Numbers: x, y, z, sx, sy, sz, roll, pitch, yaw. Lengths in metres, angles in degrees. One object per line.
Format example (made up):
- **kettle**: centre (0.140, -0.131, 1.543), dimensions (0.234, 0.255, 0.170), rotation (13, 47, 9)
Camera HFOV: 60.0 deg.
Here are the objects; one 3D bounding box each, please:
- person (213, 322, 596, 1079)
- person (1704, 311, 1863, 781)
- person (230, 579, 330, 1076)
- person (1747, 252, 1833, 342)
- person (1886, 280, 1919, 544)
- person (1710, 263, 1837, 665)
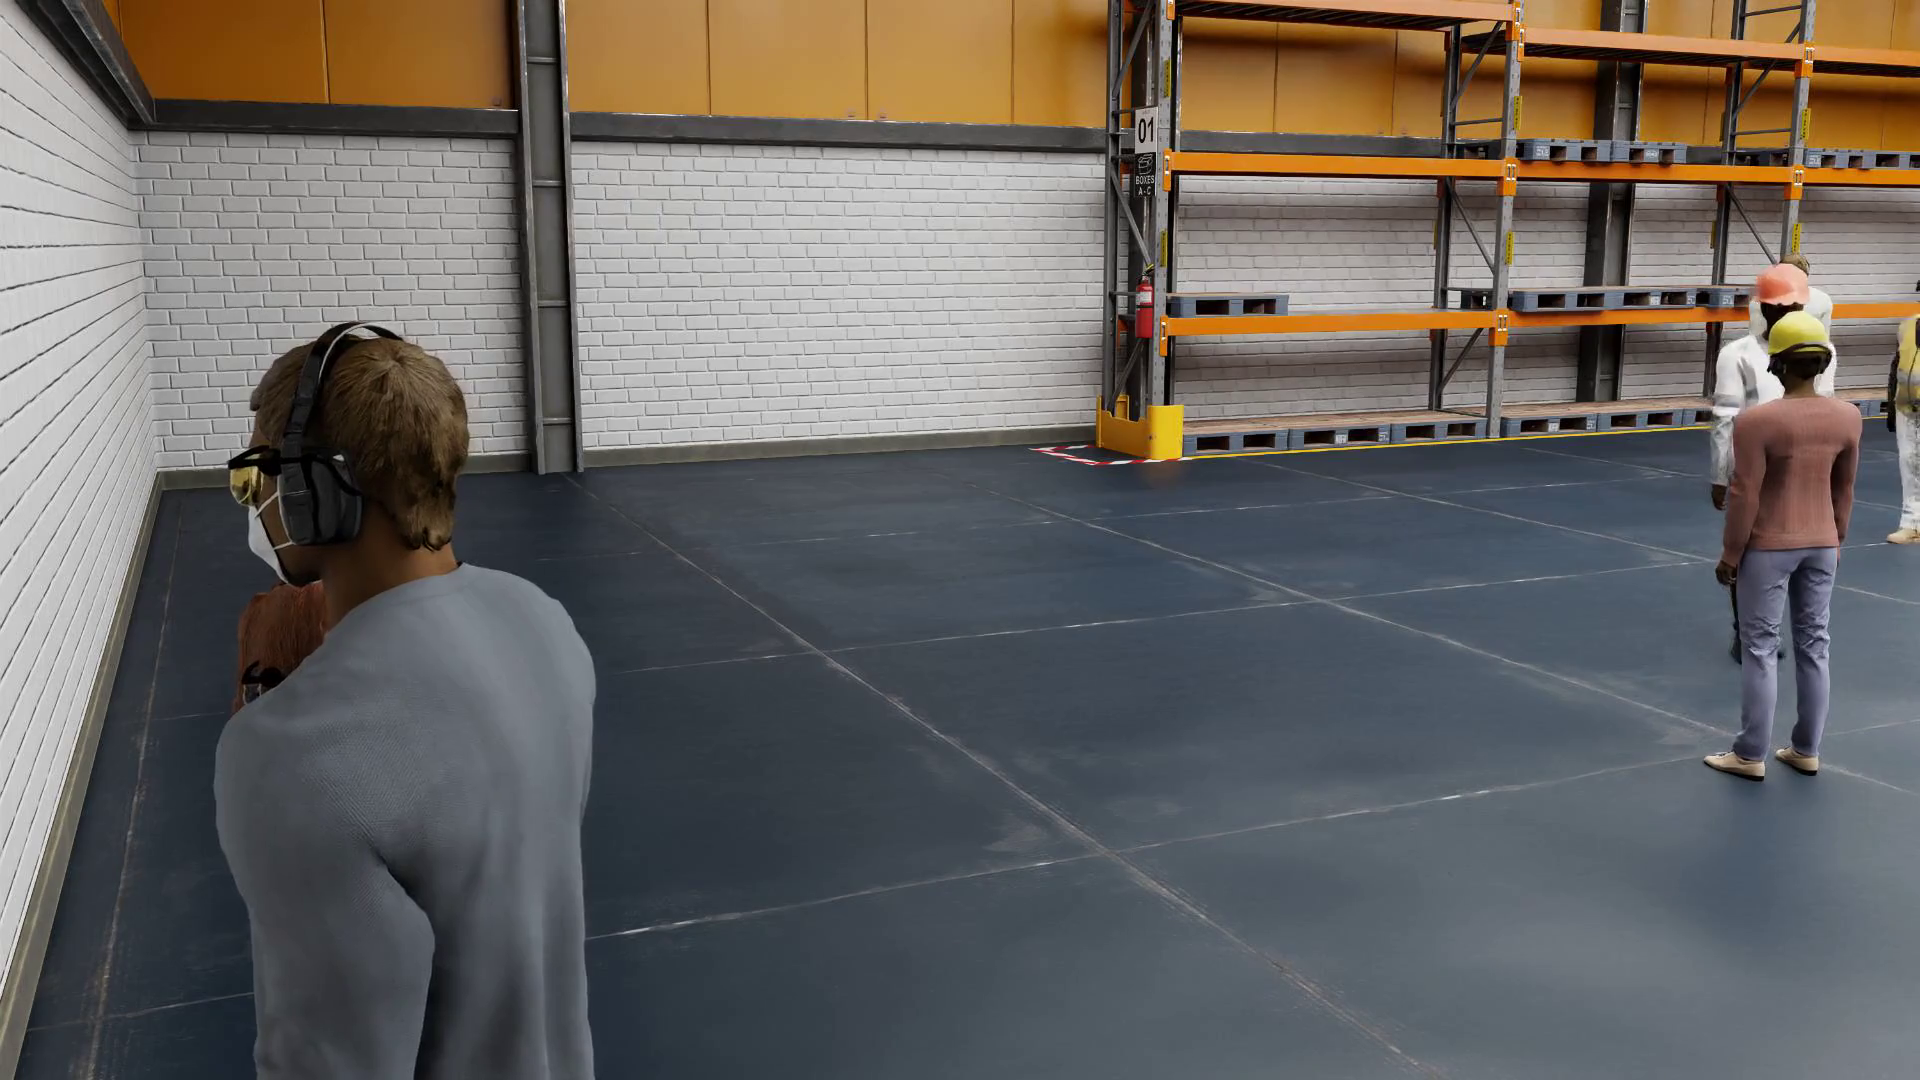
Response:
- **person**: centre (-0.590, 0.730, 1.877), dimensions (0.352, 1.937, 0.635), rotation (1, 10, 8)
- **person**: centre (3.095, 0.031, 6.258), dimensions (0.525, 1.767, 0.310), rotation (-2, 10, -13)
- **person**: centre (-0.736, 0.838, 2.155), dimensions (0.283, 1.624, 0.494), rotation (1, 10, 5)
- **person**: centre (6.739, -1.373, 13.596), dimensions (0.630, 1.940, 0.371), rotation (2, 10, 11)
- **person**: centre (6.454, -0.866, 11.074), dimensions (0.438, 1.830, 0.655), rotation (-3, 11, -18)
- **person**: centre (3.845, -0.340, 7.885), dimensions (0.564, 1.917, 0.410), rotation (1, 10, 7)
